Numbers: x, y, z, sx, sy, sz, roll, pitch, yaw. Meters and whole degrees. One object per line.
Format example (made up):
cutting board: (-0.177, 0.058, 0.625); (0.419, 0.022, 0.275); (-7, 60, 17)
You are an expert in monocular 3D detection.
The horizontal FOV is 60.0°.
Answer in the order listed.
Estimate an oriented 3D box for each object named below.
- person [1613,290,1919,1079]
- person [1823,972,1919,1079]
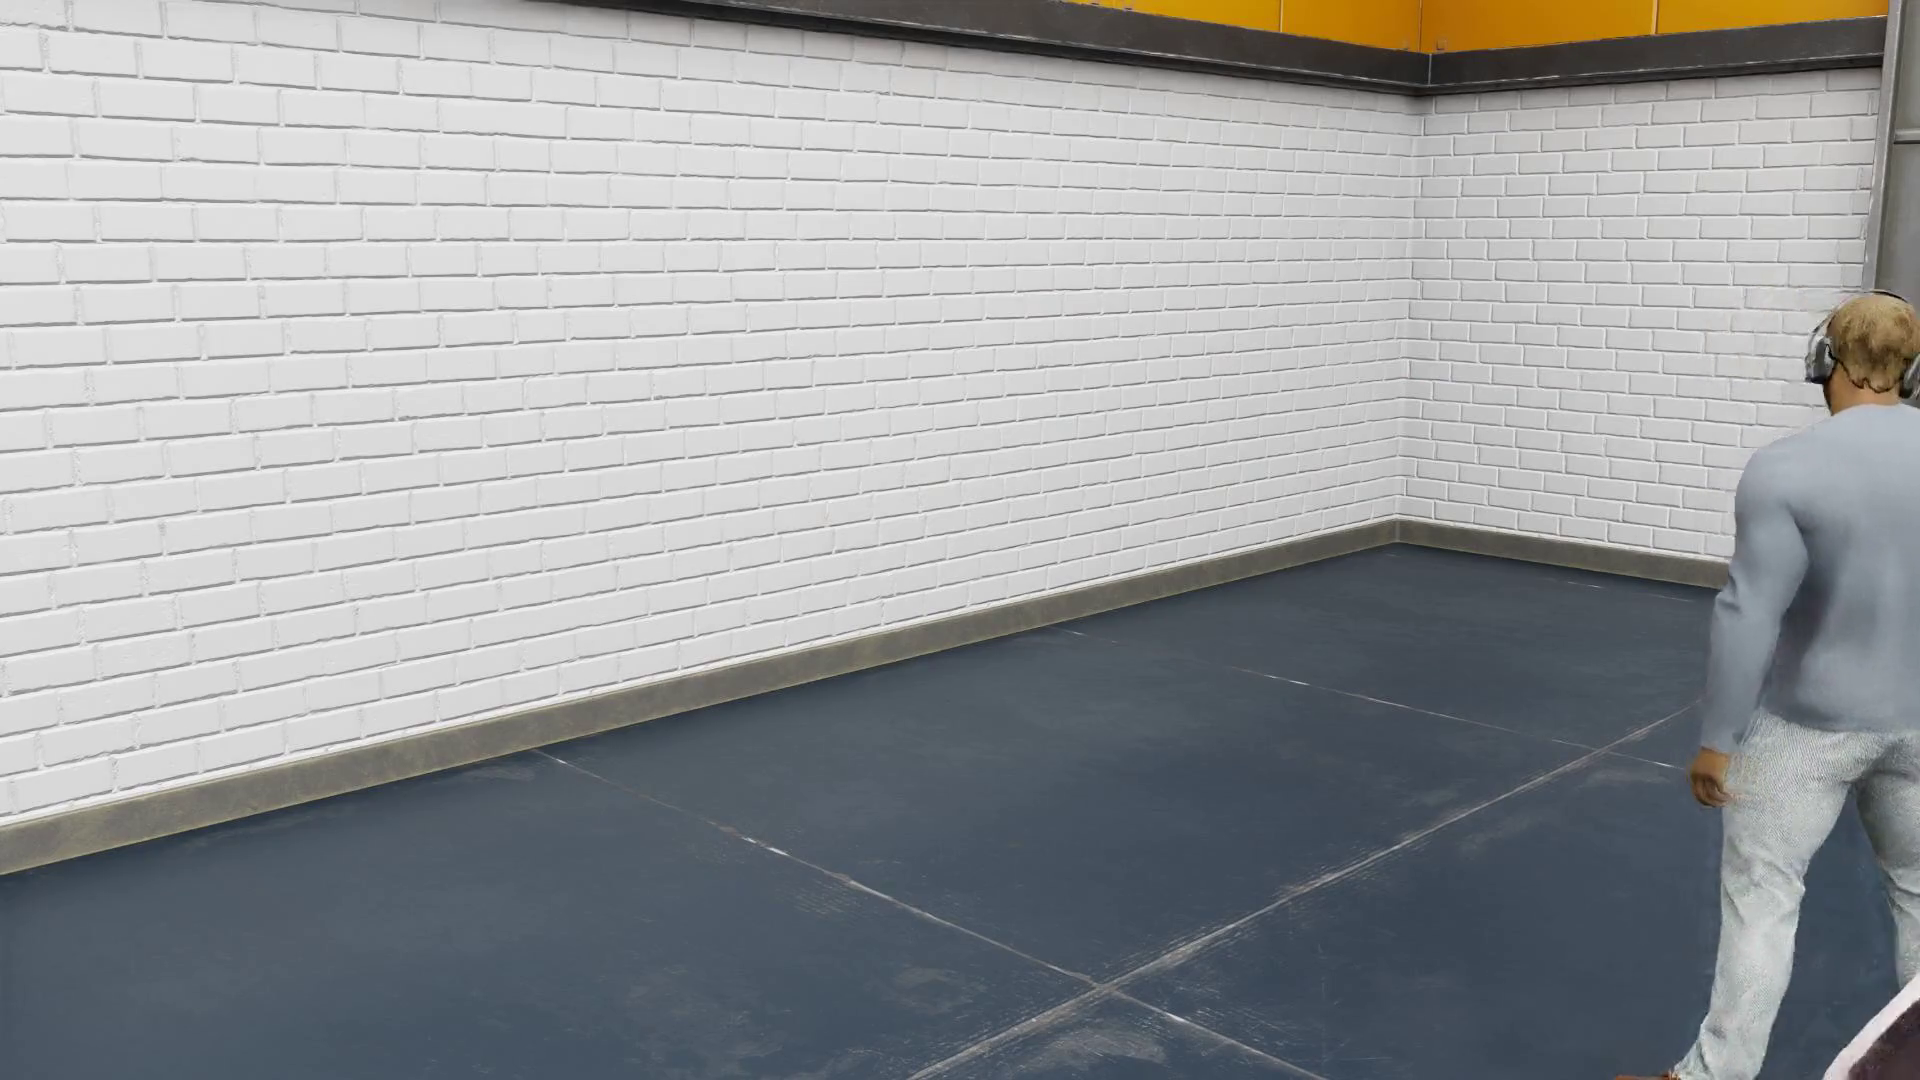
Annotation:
person: (1.927, 0.415, 3.696); (0.867, 1.911, 0.398); (-1, 10, -8)
person: (0.832, 0.903, 1.005); (0.681, 1.893, 0.558); (-2, 11, -13)
